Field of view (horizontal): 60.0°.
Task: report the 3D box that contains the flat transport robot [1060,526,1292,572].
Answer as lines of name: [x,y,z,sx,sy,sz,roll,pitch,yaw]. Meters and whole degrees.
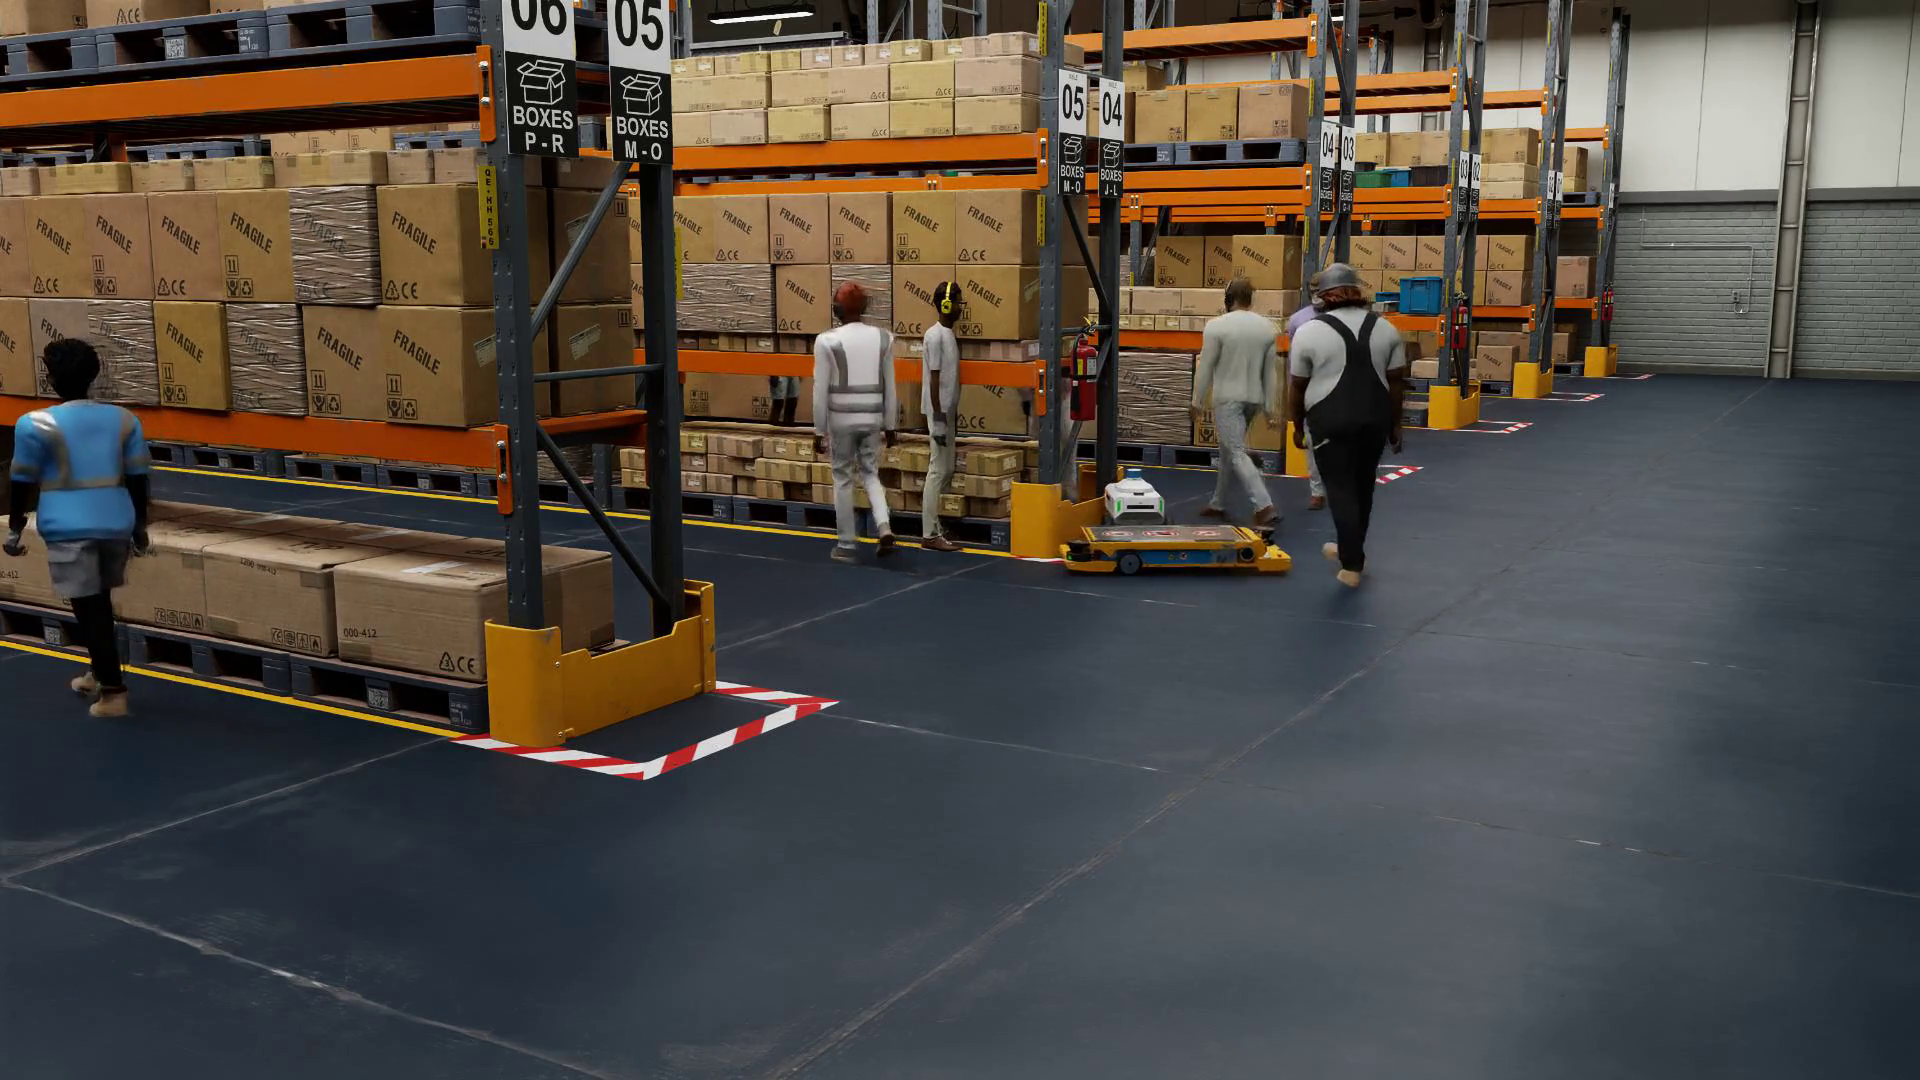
flat transport robot: [1.390,0.050,10.868,1.431,0.197,0.652,0,10,-1]

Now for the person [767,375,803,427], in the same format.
person: [-1.710,-1.713,16.333,0.373,1.936,0.557,5,11,25]

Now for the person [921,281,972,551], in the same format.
person: [-0.098,-0.850,11.501,0.332,1.860,0.511,2,10,13]

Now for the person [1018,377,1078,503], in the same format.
person: [0.761,-1.185,13.612,0.652,1.805,0.650,-2,10,-10]

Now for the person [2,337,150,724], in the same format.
person: [-3.907,-0.047,7.325,0.737,1.668,0.541,6,11,31]

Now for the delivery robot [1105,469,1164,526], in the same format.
delivery robot: [1.204,-0.251,11.523,0.477,0.478,0.707,0,10,-1]

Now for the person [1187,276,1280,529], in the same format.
person: [2.110,-1.015,12.414,0.637,1.901,0.995,-7,12,-34]

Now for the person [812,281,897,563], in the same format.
person: [-0.681,-0.758,10.920,0.591,1.868,0.536,-6,11,-29]

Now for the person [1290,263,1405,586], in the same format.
person: [2.382,-0.766,10.471,0.714,2.000,0.858,-2,10,-12]

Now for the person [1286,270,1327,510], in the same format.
person: [2.931,-1.201,13.370,0.642,1.917,0.502,5,11,26]
